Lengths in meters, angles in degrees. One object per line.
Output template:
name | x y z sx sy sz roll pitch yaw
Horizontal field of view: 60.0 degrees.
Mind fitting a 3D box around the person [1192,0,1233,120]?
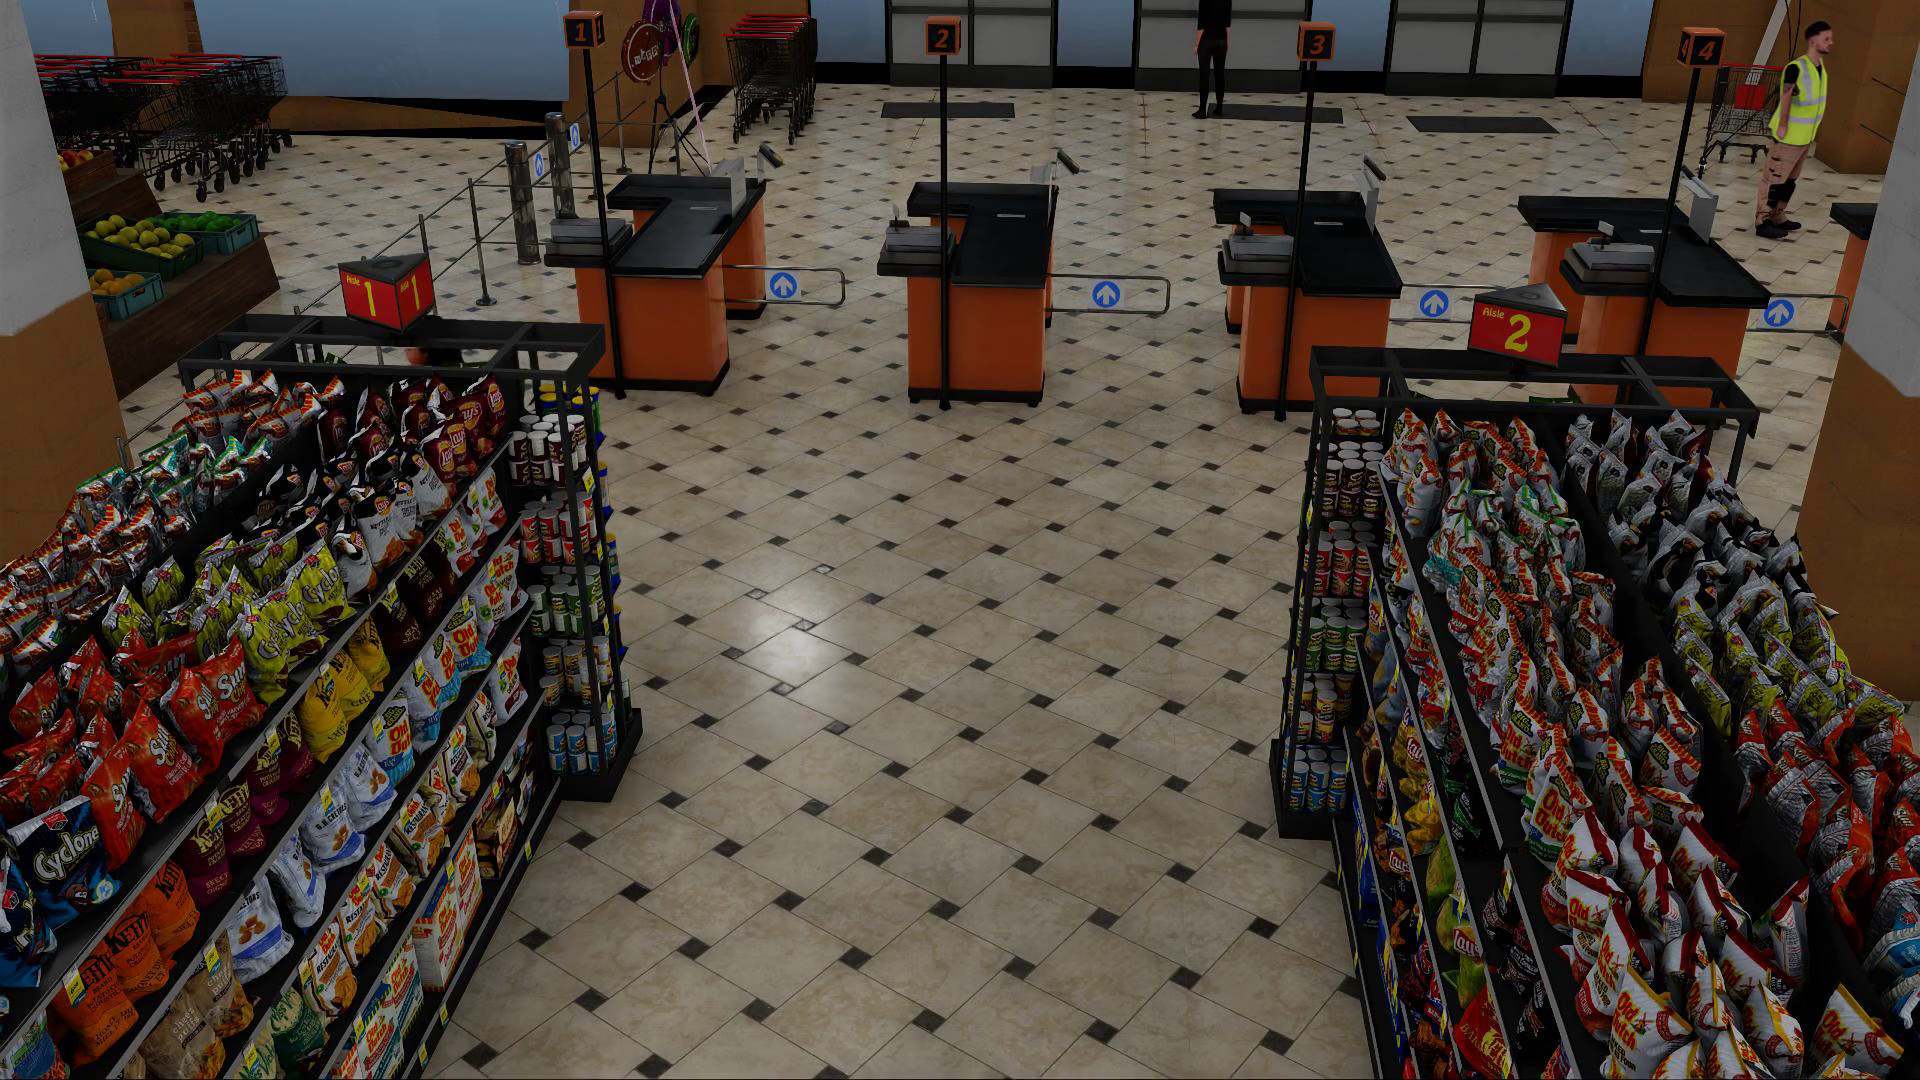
person | 2.840 -5.575 18.652 0.638 1.642 0.617 -8 28 -15

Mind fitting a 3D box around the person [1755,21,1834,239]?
person | 7.286 -3.580 14.495 0.843 1.845 0.909 -23 35 -38
